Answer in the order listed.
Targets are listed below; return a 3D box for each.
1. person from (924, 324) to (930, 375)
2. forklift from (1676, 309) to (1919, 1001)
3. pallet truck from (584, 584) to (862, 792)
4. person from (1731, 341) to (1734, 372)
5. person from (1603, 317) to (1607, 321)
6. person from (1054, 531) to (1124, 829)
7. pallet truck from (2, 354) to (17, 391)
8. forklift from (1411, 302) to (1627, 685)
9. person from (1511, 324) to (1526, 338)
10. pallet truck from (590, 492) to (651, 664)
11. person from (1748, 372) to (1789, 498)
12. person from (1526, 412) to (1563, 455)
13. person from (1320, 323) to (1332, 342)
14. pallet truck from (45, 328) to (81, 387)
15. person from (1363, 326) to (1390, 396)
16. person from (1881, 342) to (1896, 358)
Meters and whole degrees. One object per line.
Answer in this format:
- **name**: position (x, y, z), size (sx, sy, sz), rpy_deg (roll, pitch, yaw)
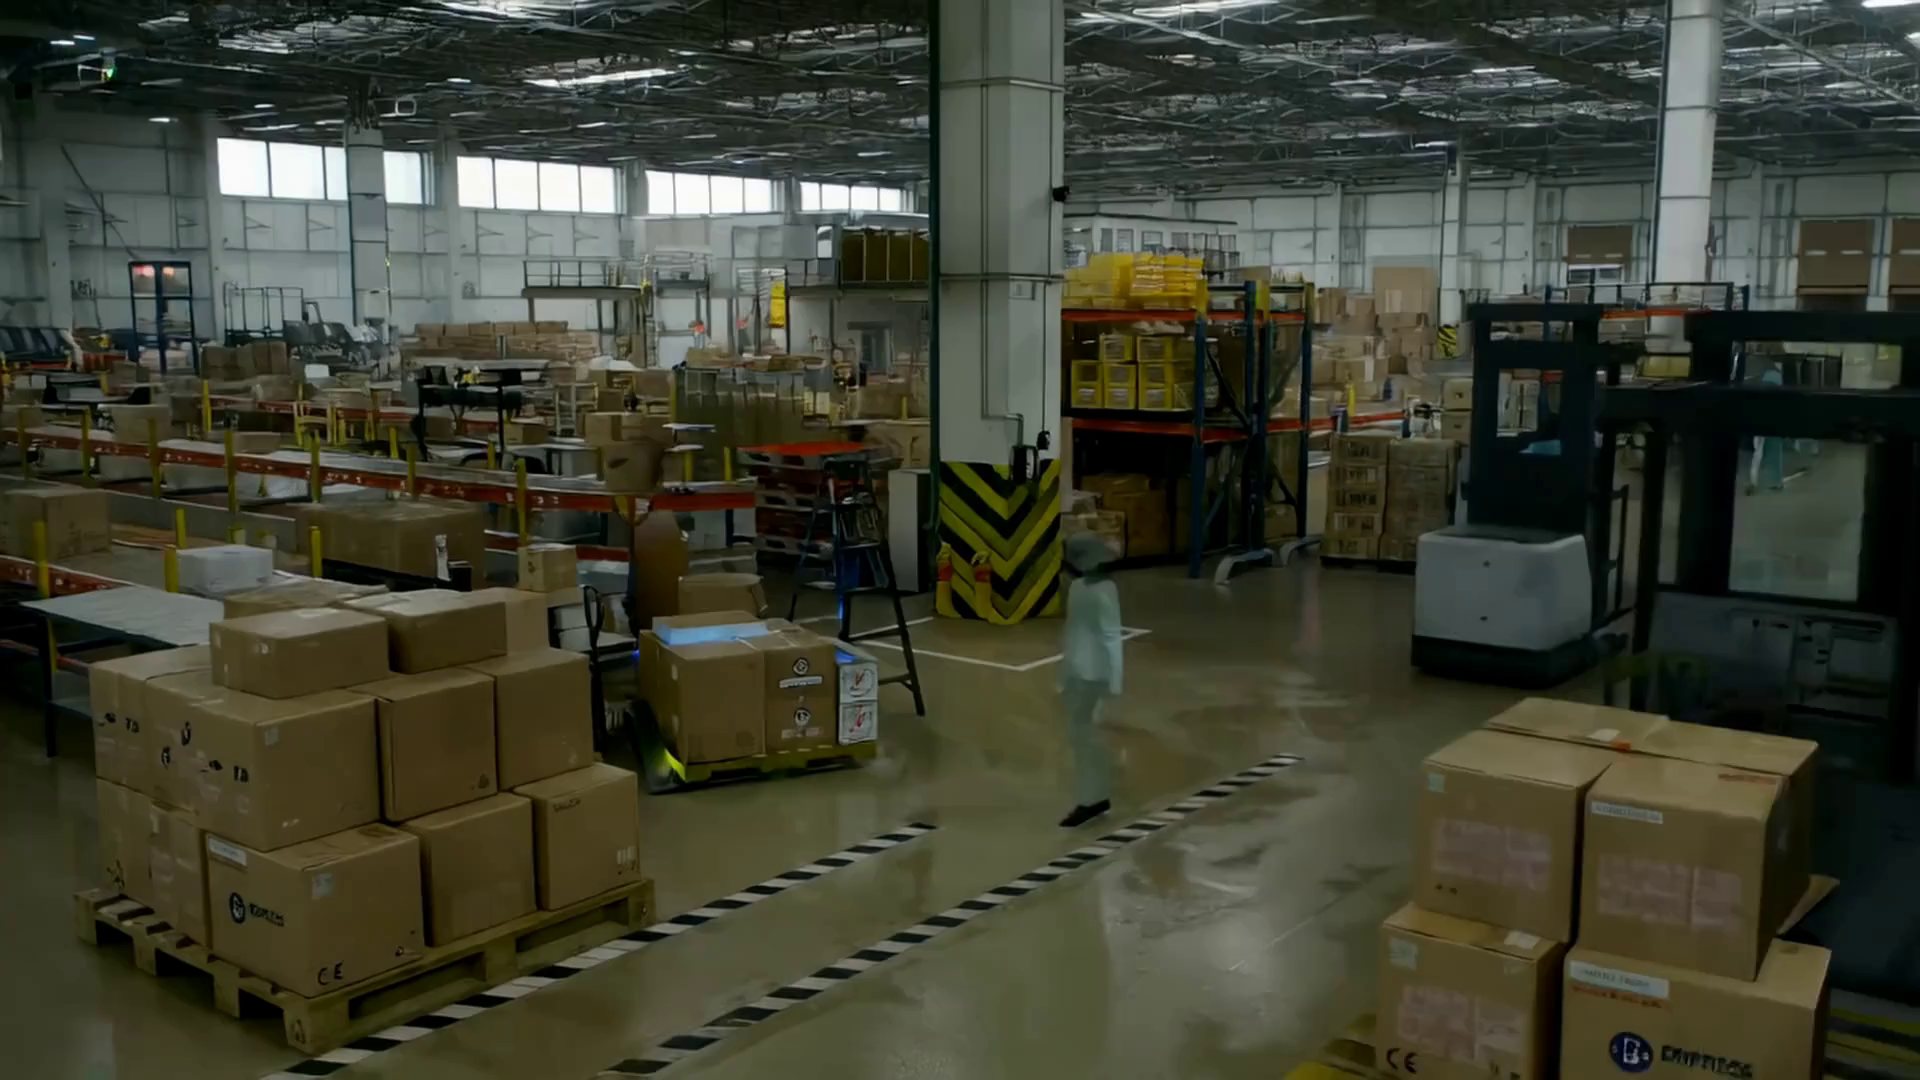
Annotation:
- **person**: position (-0.934, -6.696, 58.507), size (0.585, 1.854, 0.905), rpy_deg (-7, 11, -40)
- **forklift**: position (3.581, 0.402, 7.190), size (1.129, 2.768, 1.873), rpy_deg (6, 11, 37)
- **pallet truck**: position (-1.426, 0.805, 10.019), size (1.601, 1.201, 0.680), rpy_deg (-4, 9, -26)
- **person**: position (27.290, -6.838, 59.403), size (0.693, 1.863, 1.006), rpy_deg (-5, 10, -30)
- **person**: position (27.165, -8.474, 70.363), size (0.634, 1.891, 1.018), rpy_deg (-1, 8, -4)
- **person**: position (0.647, 0.758, 9.040), size (0.504, 1.607, 0.544), rpy_deg (-3, 9, -20)
- **pallet truck**: position (-24.881, -4.417, 42.634), size (1.885, 1.965, 0.823), rpy_deg (8, 11, 41)
- **forklift**: position (4.379, -0.438, 12.852), size (1.129, 2.768, 1.873), rpy_deg (7, 11, 37)
- **person**: position (16.685, -5.410, 49.400), size (0.709, 1.974, 0.508), rpy_deg (-3, 9, -18)
- **pallet truck**: position (-3.115, 0.344, 12.883), size (0.653, 1.274, 1.630), rpy_deg (7, 11, 37)
- **person**: position (11.511, -1.496, 23.649), size (0.637, 1.782, 0.925), rpy_deg (8, 11, 41)
- **person**: position (6.132, -0.512, 17.443), size (0.531, 1.664, 0.796), rpy_deg (8, 11, 42)
- **person**: position (13.551, -7.078, 61.219), size (0.877, 1.818, 0.645), rpy_deg (-2, 9, -10)
- **pallet truck**: position (-23.775, -4.544, 43.495), size (1.885, 1.965, 0.823), rpy_deg (6, 10, 35)
- **person**: position (10.902, -4.548, 43.372), size (0.689, 2.000, 0.539), rpy_deg (6, 10, 35)
- **person**: position (33.232, -6.880, 59.524), size (0.414, 1.916, 0.587), rpy_deg (-1, 9, -10)
